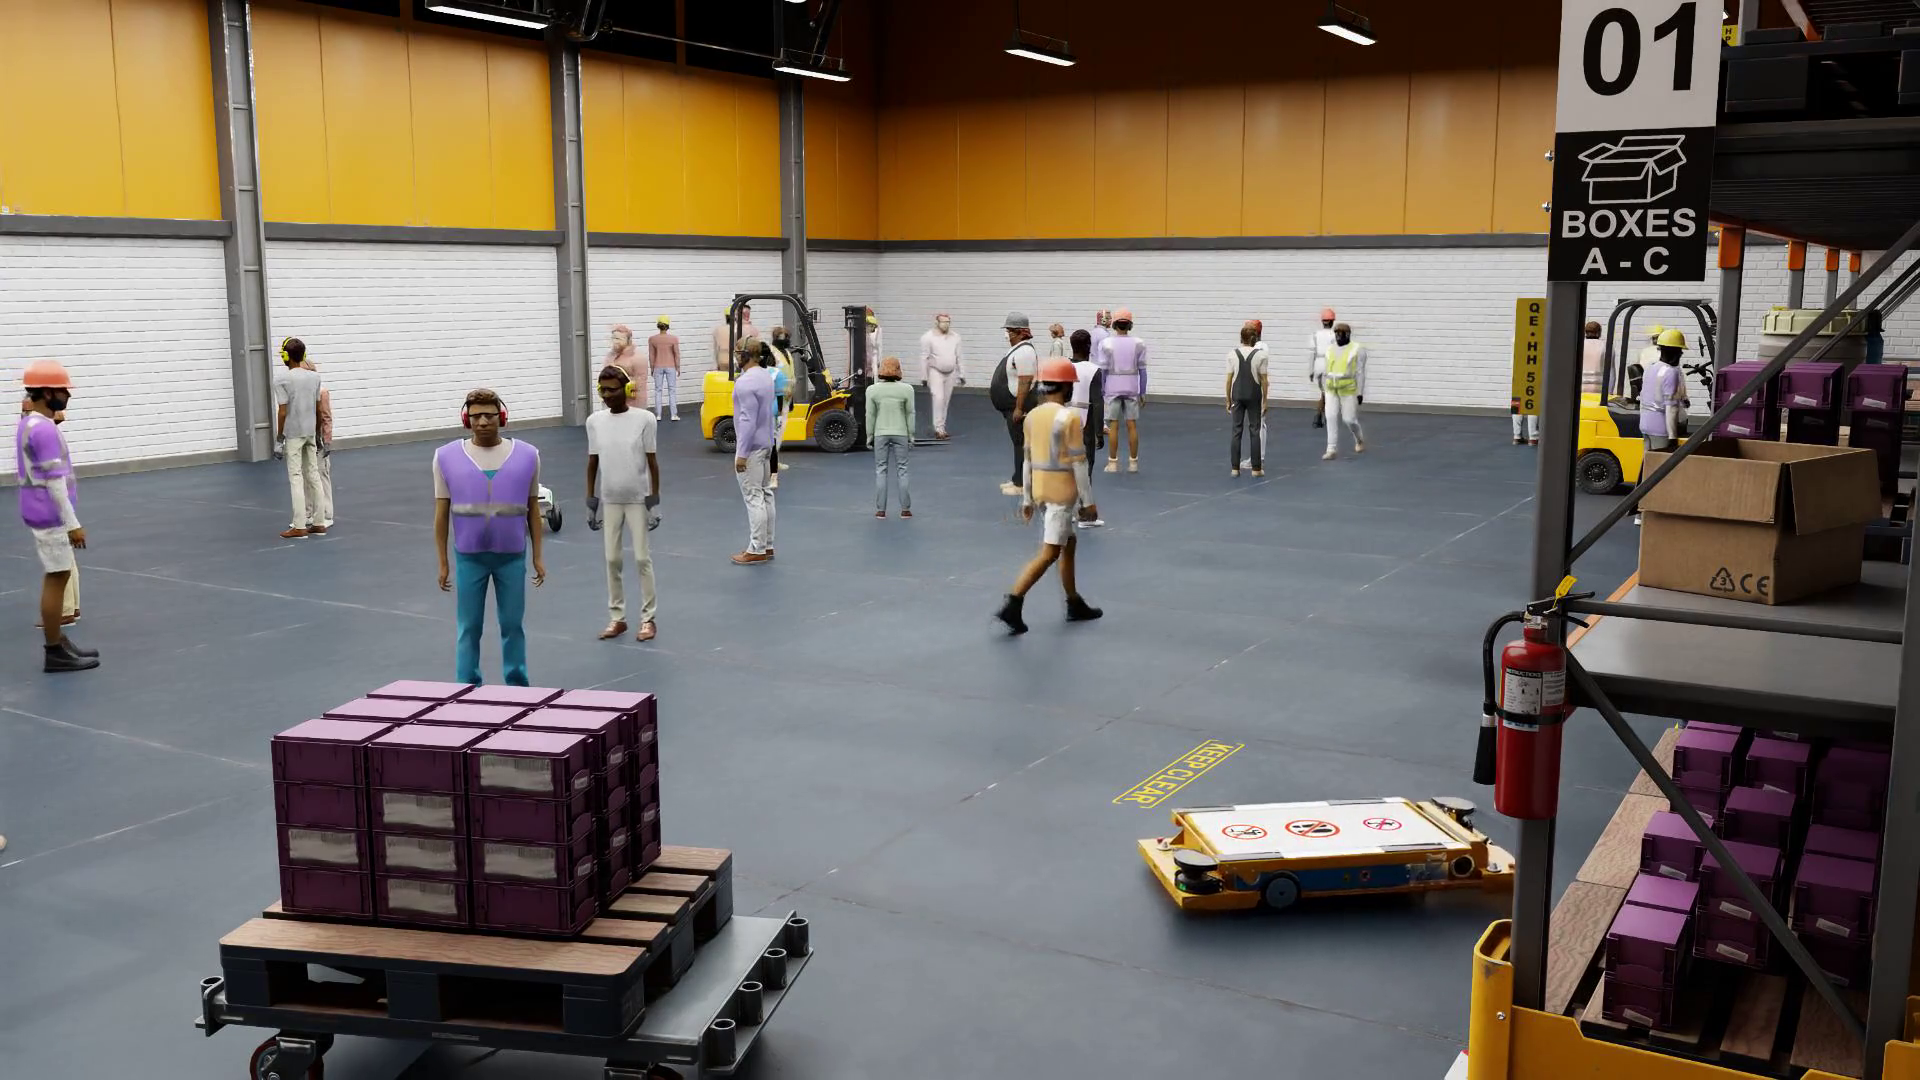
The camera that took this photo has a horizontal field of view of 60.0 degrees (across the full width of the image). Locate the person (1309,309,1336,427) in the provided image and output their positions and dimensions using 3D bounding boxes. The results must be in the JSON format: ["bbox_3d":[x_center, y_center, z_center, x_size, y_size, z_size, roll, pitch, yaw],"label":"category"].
[{"bbox_3d":[5.887,-2.764,26.768,0.547,1.895,0.998,7,12,39],"label":"person"}]

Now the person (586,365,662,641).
[{"bbox_3d":[-2.251,-0.245,11.148,0.523,1.856,0.331,1,9,9],"label":"person"}]

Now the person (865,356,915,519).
[{"bbox_3d":[-0.695,-1.025,16.683,0.499,1.634,0.285,0,9,1],"label":"person"}]

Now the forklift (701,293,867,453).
[{"bbox_3d":[-2.458,-2.344,23.176,2.313,2.155,1.214,0,9,-2],"label":"forklift"}]

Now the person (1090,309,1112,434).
[{"bbox_3d":[2.201,-2.576,25.519,0.409,1.907,0.650,-2,9,-10],"label":"person"}]

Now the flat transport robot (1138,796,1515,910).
[{"bbox_3d":[1.496,1.250,6.724,1.431,0.197,0.652,-1,9,-9],"label":"flat transport robot"}]

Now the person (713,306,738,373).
[{"bbox_3d":[-3.927,-3.023,28.327,0.578,1.904,0.495,1,9,8],"label":"person"}]

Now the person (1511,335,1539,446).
[{"bbox_3d":[8.152,-2.310,23.761,0.373,1.940,0.629,-6,11,-32],"label":"person"}]

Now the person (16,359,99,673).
[{"bbox_3d":[-5.592,-0.149,10.285,0.373,1.933,0.558,-6,11,-31],"label":"person"}]

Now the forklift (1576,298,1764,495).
[{"bbox_3d":[7.954,-1.589,18.462,2.313,2.155,1.214,5,11,30],"label":"forklift"}]

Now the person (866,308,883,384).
[{"bbox_3d":[-1.671,-3.255,30.037,0.576,1.834,1.010,-2,9,-12],"label":"person"}]

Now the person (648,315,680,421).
[{"bbox_3d":[-4.913,-2.855,27.685,0.525,1.772,0.305,0,9,1],"label":"person"}]

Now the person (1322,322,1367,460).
[{"bbox_3d":[5.092,-1.975,22.027,0.637,1.818,0.682,8,12,41],"label":"person"}]

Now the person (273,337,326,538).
[{"bbox_3d":[-6.153,-0.945,15.466,0.328,1.868,0.513,5,10,29],"label":"person"}]

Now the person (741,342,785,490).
[{"bbox_3d":[-2.255,-1.411,18.914,0.531,1.692,0.320,1,9,9],"label":"person"}]

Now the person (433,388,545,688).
[{"bbox_3d":[-2.556,0.091,9.061,0.567,1.844,0.377,-3,10,-20],"label":"person"}]

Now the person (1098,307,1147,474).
[{"bbox_3d":[1.977,-1.823,20.390,0.615,2.040,0.391,-1,9,-7],"label":"person"}]

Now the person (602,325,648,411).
[{"bbox_3d":[-3.782,-1.477,18.765,0.695,1.881,0.480,5,11,31],"label":"person"}]

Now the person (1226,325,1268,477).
[{"bbox_3d":[3.460,-1.672,20.087,0.506,1.840,0.348,3,10,20],"label":"person"}]

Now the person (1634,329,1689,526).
[{"bbox_3d":[6.738,-1.056,15.981,0.383,1.922,0.587,0,9,-2],"label":"person"}]

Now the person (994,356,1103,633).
[{"bbox_3d":[0.610,-0.318,11.467,0.954,1.900,0.545,-5,11,-31],"label":"person"}]

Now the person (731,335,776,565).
[{"bbox_3d":[-1.754,-0.758,14.066,0.356,1.938,0.638,2,9,11],"label":"person"}]

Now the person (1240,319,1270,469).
[{"bbox_3d":[3.720,-1.838,20.975,0.354,1.886,0.573,4,10,22],"label":"person"}]

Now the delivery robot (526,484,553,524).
[{"bbox_3d":[-4.154,-0.409,15.904,0.477,0.478,0.707,-5,11,-30],"label":"delivery robot"}]

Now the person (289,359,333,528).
[{"bbox_3d":[-6.269,-0.922,16.022,0.523,1.639,0.309,4,10,21],"label":"person"}]

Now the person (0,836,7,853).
[{"bbox_3d":[-4.277,0.519,6.851,0.529,1.697,0.321,-2,9,-10],"label":"person"}]

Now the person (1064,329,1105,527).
[{"bbox_3d":[1.136,-1.077,16.124,0.600,1.917,0.377,7,12,39],"label":"person"}]

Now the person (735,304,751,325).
[{"bbox_3d":[-3.896,-3.170,29.137,0.615,1.936,0.565,7,11,36],"label":"person"}]

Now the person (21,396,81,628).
[{"bbox_3d":[-6.337,-0.207,11.580,0.276,1.633,0.507,-3,10,-17],"label":"person"}]

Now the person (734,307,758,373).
[{"bbox_3d":[-3.561,-2.874,27.375,0.406,1.911,0.639,2,9,11],"label":"person"}]

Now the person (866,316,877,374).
[{"bbox_3d":[-1.657,-2.995,28.712,0.420,1.719,0.684,1,9,8],"label":"person"}]

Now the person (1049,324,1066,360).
[{"bbox_3d":[1.602,-2.712,27.195,0.310,1.640,0.514,2,9,13],"label":"person"}]

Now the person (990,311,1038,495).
[{"bbox_3d":[0.600,-1.522,18.523,0.535,2.000,0.674,0,9,0],"label":"person"}]

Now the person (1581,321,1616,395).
[{"bbox_3d":[8.238,-1.936,21.746,0.621,1.838,0.429,5,10,27],"label":"person"}]

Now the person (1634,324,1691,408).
[{"bbox_3d":[8.980,-1.839,21.237,0.794,1.794,0.656,-5,10,-28],"label":"person"}]

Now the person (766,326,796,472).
[{"bbox_3d":[-2.262,-1.755,20.722,0.435,1.812,0.684,3,10,19],"label":"person"}]

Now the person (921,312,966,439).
[{"bbox_3d":[-0.219,-2.448,24.843,0.645,1.877,0.782,-5,10,-30],"label":"person"}]
